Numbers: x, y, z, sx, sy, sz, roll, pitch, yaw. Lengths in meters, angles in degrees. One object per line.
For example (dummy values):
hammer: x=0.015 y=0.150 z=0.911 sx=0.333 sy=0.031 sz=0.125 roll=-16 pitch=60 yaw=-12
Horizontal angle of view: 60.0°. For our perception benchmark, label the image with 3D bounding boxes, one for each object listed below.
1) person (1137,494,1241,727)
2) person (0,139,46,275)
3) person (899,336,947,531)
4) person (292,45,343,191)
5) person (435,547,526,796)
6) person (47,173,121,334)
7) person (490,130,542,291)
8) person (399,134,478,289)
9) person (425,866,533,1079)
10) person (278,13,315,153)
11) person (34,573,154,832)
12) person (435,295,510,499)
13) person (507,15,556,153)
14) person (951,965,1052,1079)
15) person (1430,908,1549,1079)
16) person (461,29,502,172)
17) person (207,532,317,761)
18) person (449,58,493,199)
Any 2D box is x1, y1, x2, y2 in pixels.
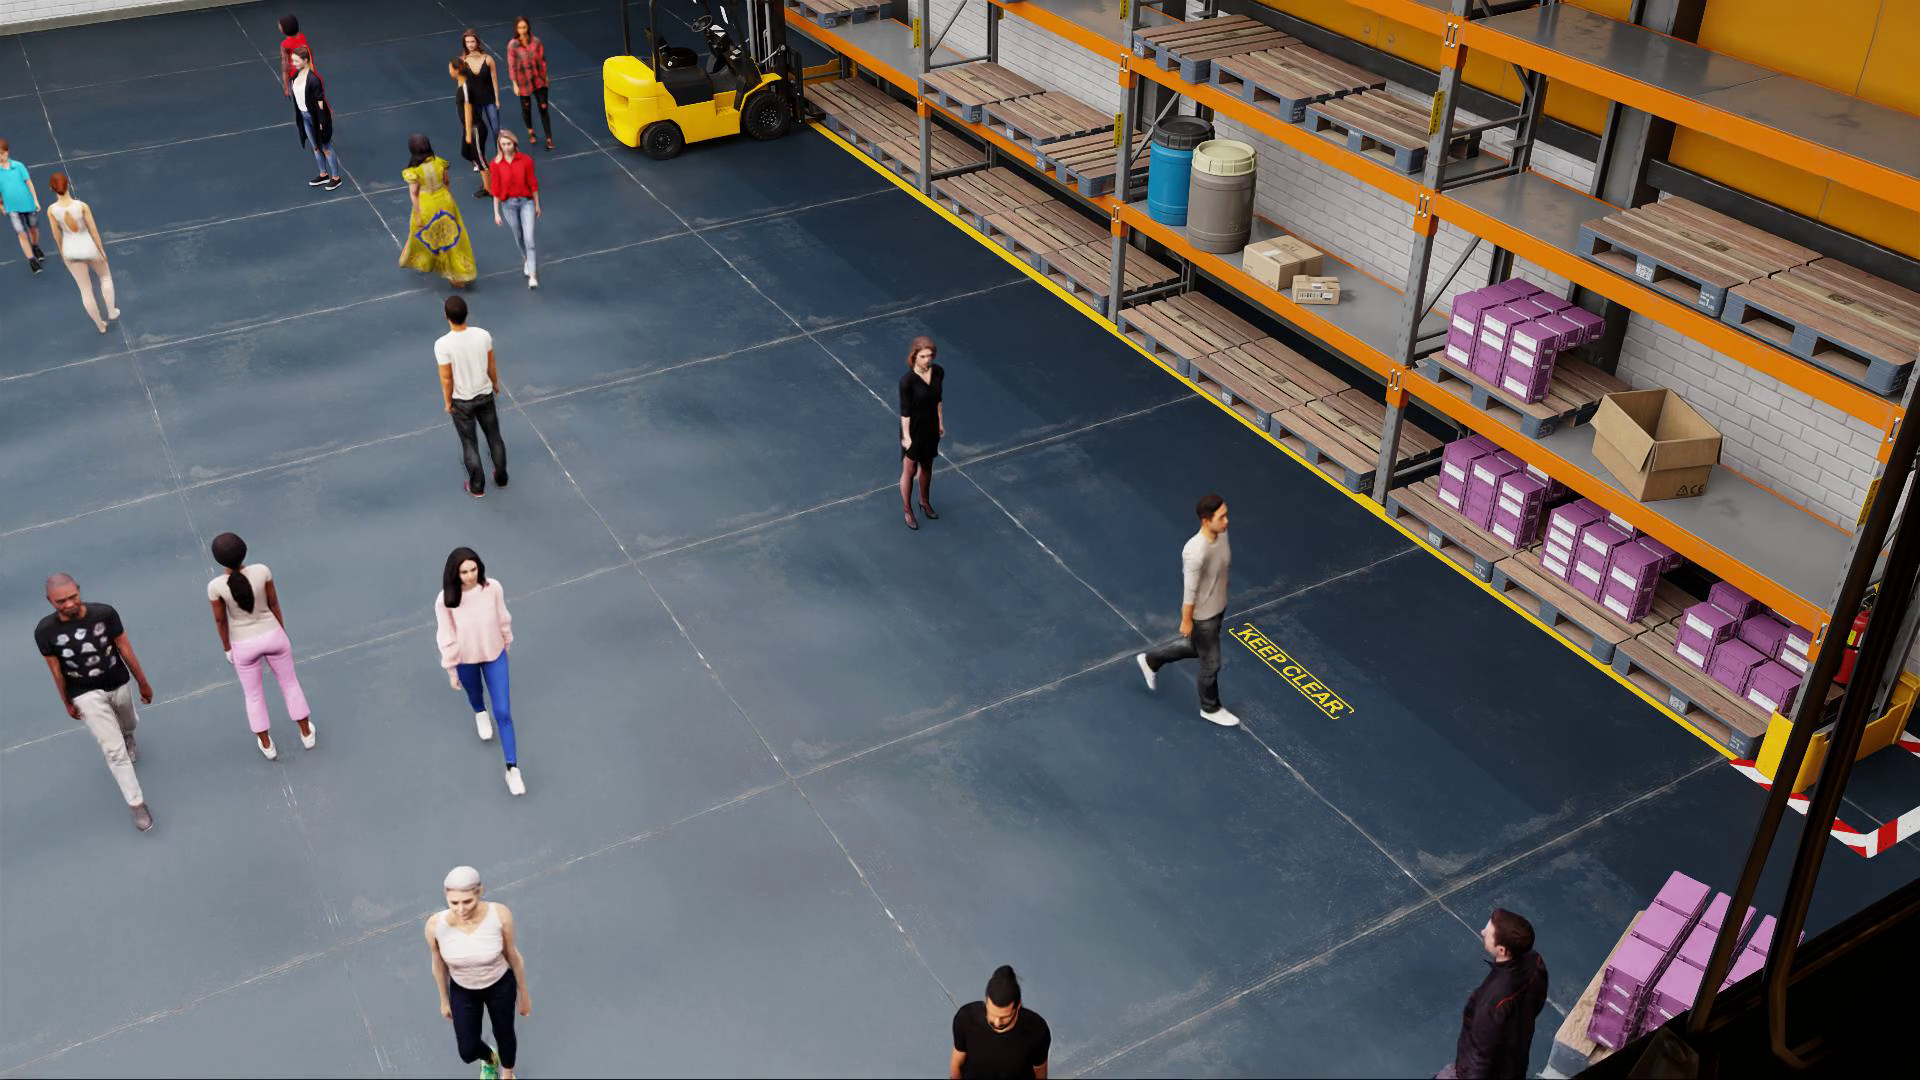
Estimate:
person: x=1.589 y=0.448 z=11.395 sx=1.162 sy=1.790 sz=0.973 roll=18 pitch=38 yaw=25
person: x=-10.105 y=-3.625 z=17.863 sx=0.608 sy=1.414 sz=0.956 roll=-24 pitch=40 yaw=-31
person: x=-0.321 y=-0.887 z=13.481 sx=0.623 sy=1.704 sz=0.562 roll=-25 pitch=41 yaw=-33
person: x=-7.638 y=-5.005 z=19.689 sx=0.655 sy=1.691 sz=0.775 roll=20 pitch=38 yaw=27
person: x=-3.201 y=0.759 z=10.985 sx=0.784 sy=1.726 sz=1.220 roll=-12 pitch=35 yaw=-17
person: x=-8.673 y=-2.798 z=16.423 sx=0.629 sy=1.631 sz=0.710 roll=-12 pitch=36 yaw=-18
person: x=-4.637 y=-3.502 z=17.457 sx=0.871 sy=1.658 sz=1.174 roll=-7 pitch=34 yaw=-11
person: x=-5.436 y=-3.382 z=17.327 sx=0.941 sy=1.602 sz=1.304 roll=-27 pitch=42 yaw=-35
person: x=-2.496 y=2.287 z=8.713 sx=0.700 sy=1.697 sz=0.719 roll=-7 pitch=34 yaw=-10
person: x=-8.071 y=-5.635 z=20.602 sx=0.768 sy=1.729 sz=0.715 roll=11 pitch=35 yaw=16
person: x=-5.532 y=0.926 z=10.701 sx=0.776 sy=1.763 sz=1.279 roll=-23 pitch=40 yaw=-30
person: x=-4.062 y=-1.201 z=13.863 sx=0.674 sy=1.805 sz=0.575 roll=-24 pitch=40 yaw=-31
person: x=-5.393 y=-5.729 z=20.811 sx=0.736 sy=1.655 sz=1.086 roll=-13 pitch=36 yaw=-19
person: x=0.182 y=2.707 z=8.027 sx=0.714 sy=1.756 sz=0.750 roll=5 pitch=34 yaw=7
person: x=2.650 y=2.577 z=8.099 sx=0.745 sy=1.894 sz=0.750 roll=-24 pitch=41 yaw=-32
person: x=-5.789 y=-5.332 z=20.154 sx=0.655 sy=1.721 sz=0.623 roll=-5 pitch=34 yaw=-7
person: x=-4.670 y=0.690 z=11.077 sx=0.558 sy=1.739 sz=0.532 roll=-19 pitch=38 yaw=-26
person: x=-5.603 y=-4.813 z=19.434 sx=0.682 sy=1.653 sz=0.564 roll=-13 pitch=36 yaw=-18
